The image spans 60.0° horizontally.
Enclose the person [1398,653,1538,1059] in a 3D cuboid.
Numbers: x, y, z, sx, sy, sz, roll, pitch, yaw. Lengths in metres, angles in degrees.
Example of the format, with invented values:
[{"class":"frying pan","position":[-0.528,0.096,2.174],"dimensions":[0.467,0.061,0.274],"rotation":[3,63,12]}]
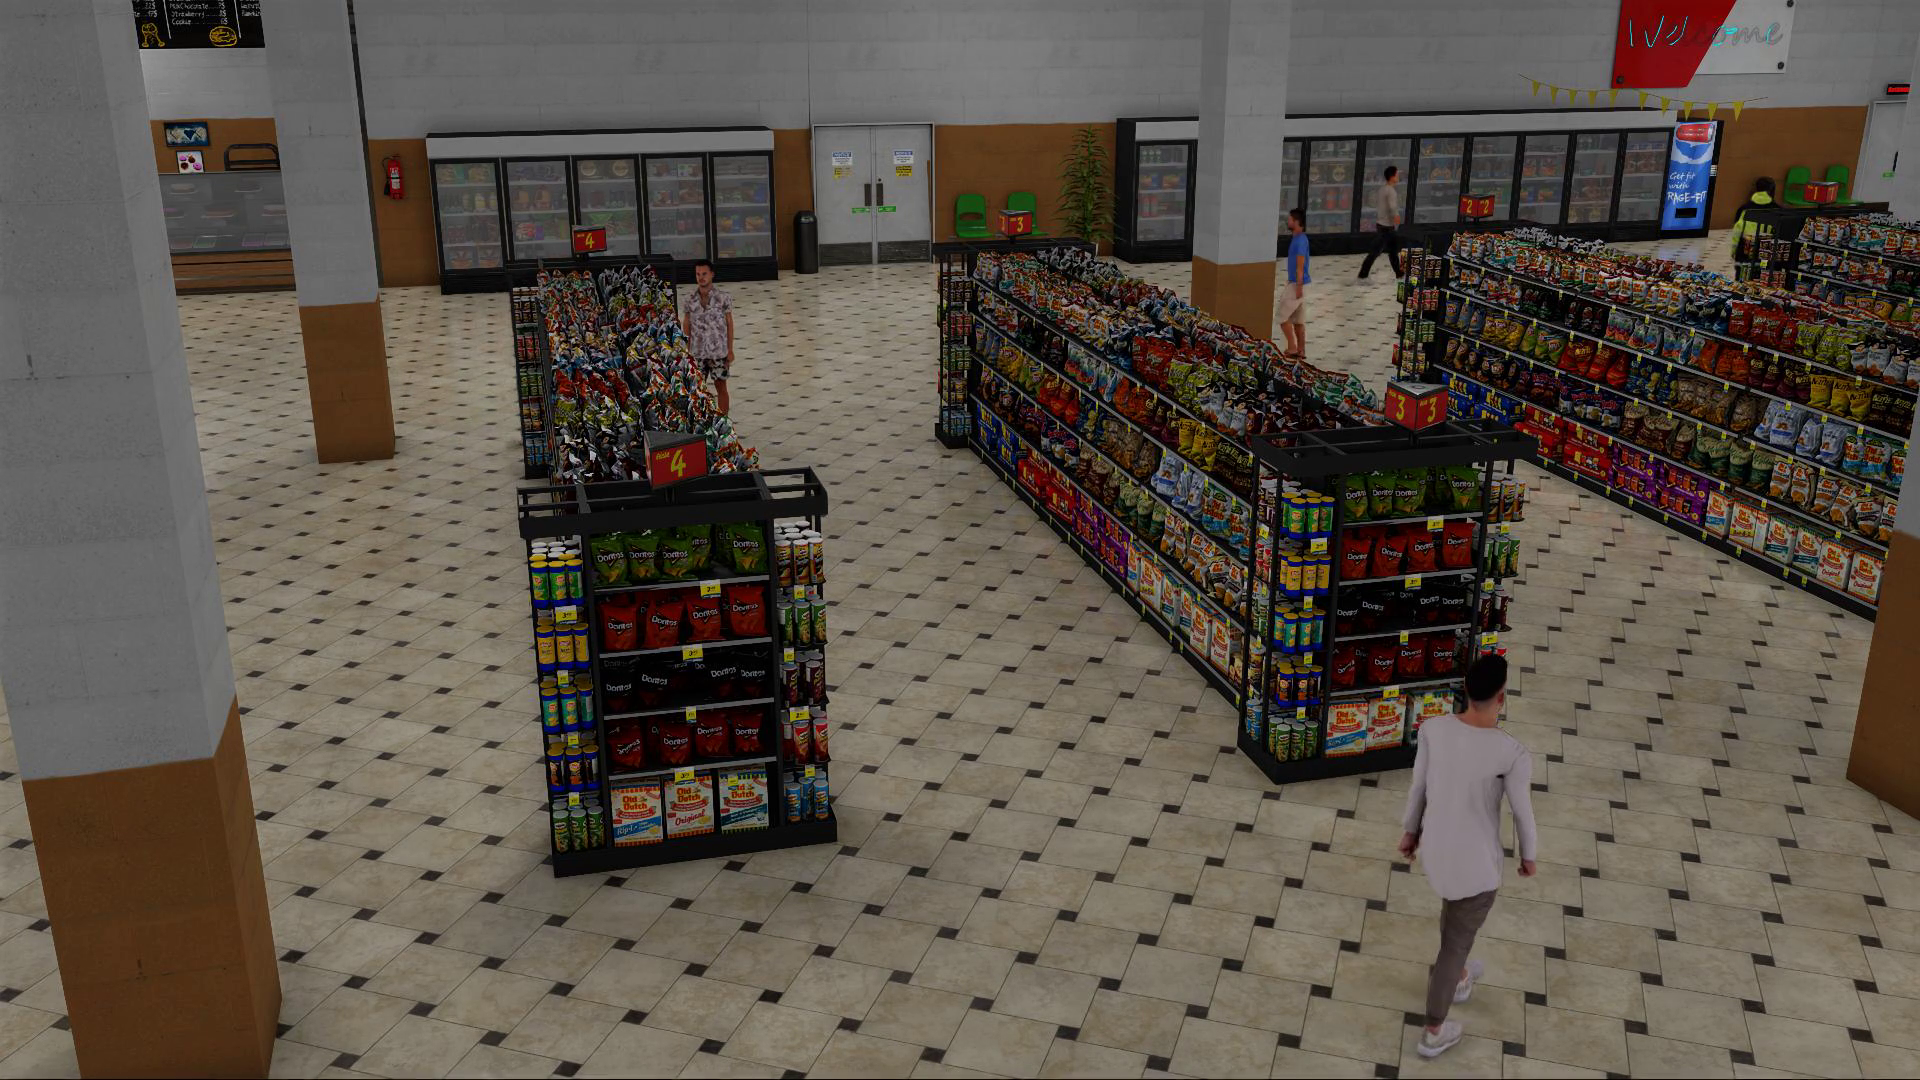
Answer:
[{"class":"person","position":[2.114,1.379,7.144],"dimensions":[1.018,1.813,1.035],"rotation":[-16,25,-40]}]

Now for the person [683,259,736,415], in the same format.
[{"class":"person","position":[-2.582,-1.978,17.098],"dimensions":[0.729,1.815,0.660],"rotation":[0,19,1]}]

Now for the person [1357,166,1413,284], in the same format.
[{"class":"person","position":[6.433,-4.779,25.489],"dimensions":[0.945,1.760,1.152],"rotation":[1,19,2]}]

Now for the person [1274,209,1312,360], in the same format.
[{"class":"person","position":[4.235,-3.122,20.439],"dimensions":[0.832,1.848,0.747],"rotation":[3,19,8]}]

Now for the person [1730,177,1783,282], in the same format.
[{"class":"person","position":[10.829,-3.944,22.668],"dimensions":[0.868,1.981,0.823],"rotation":[3,19,9]}]
